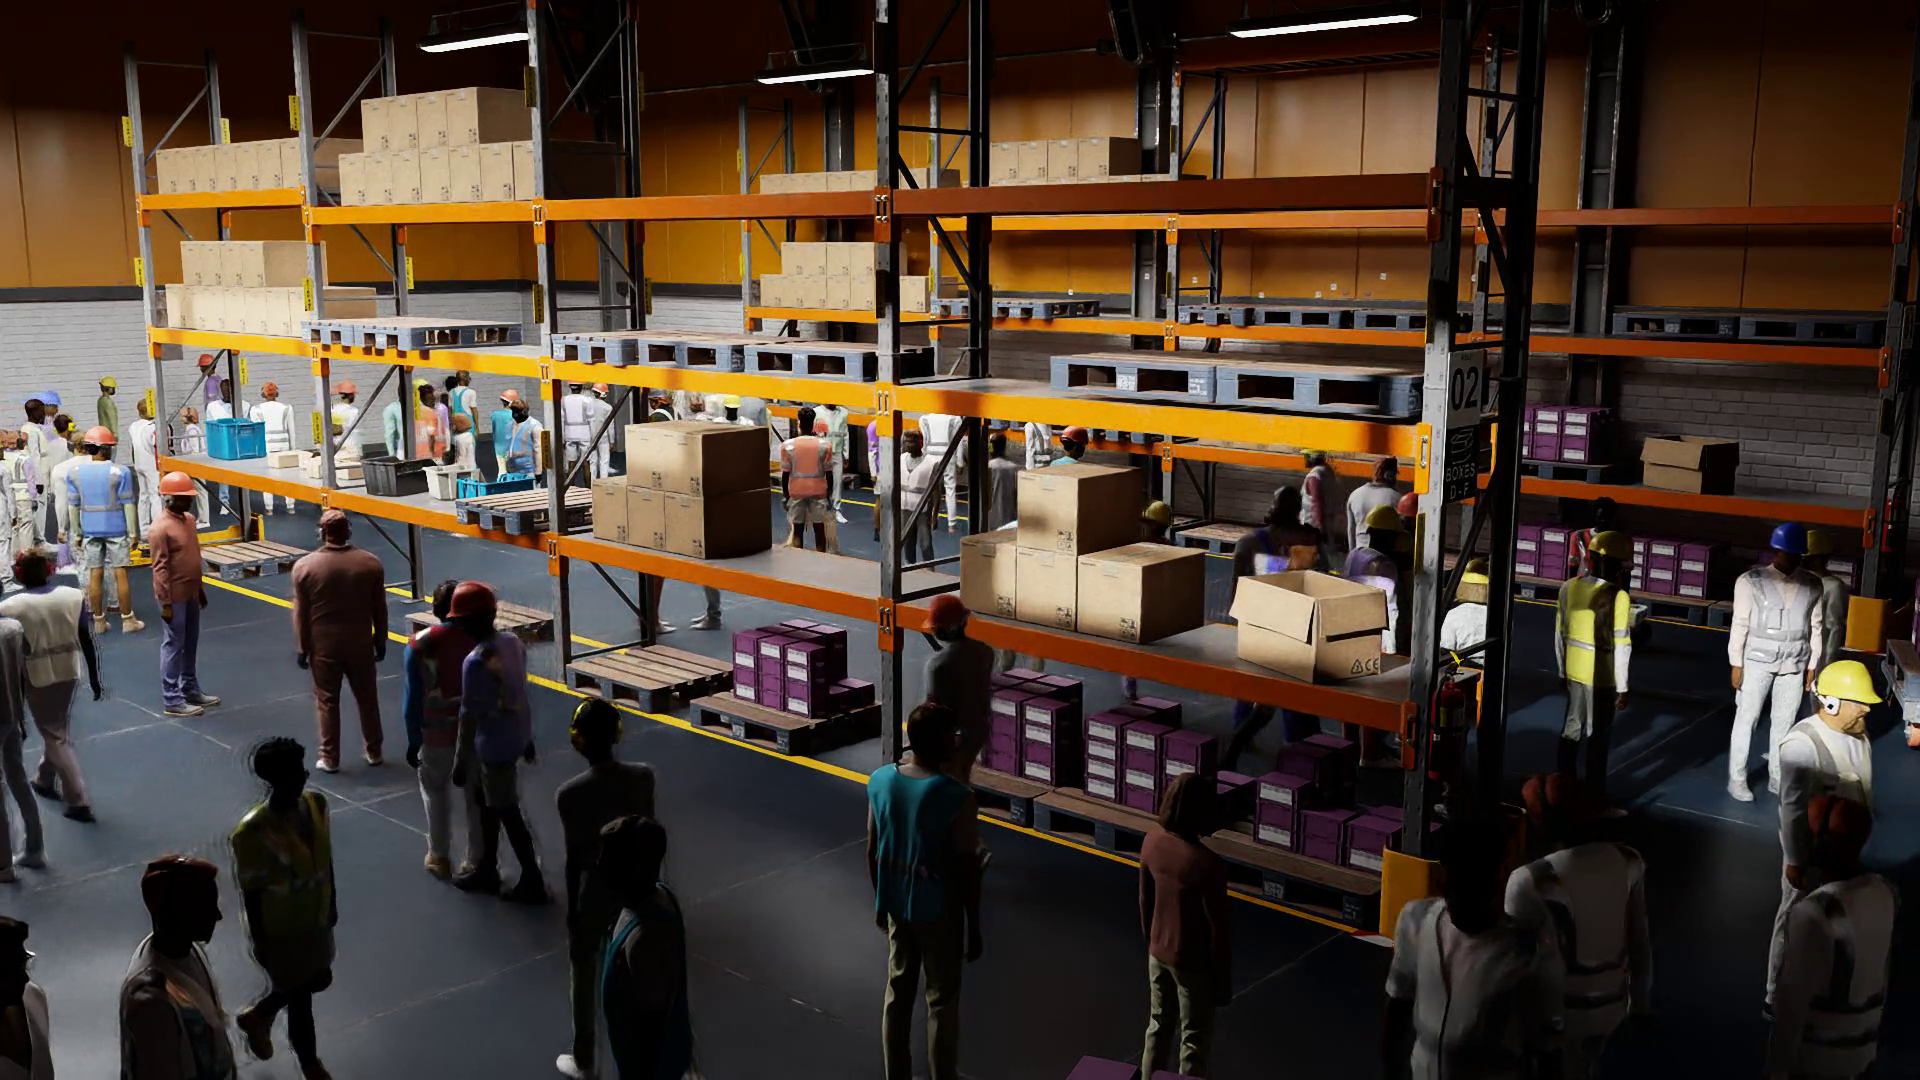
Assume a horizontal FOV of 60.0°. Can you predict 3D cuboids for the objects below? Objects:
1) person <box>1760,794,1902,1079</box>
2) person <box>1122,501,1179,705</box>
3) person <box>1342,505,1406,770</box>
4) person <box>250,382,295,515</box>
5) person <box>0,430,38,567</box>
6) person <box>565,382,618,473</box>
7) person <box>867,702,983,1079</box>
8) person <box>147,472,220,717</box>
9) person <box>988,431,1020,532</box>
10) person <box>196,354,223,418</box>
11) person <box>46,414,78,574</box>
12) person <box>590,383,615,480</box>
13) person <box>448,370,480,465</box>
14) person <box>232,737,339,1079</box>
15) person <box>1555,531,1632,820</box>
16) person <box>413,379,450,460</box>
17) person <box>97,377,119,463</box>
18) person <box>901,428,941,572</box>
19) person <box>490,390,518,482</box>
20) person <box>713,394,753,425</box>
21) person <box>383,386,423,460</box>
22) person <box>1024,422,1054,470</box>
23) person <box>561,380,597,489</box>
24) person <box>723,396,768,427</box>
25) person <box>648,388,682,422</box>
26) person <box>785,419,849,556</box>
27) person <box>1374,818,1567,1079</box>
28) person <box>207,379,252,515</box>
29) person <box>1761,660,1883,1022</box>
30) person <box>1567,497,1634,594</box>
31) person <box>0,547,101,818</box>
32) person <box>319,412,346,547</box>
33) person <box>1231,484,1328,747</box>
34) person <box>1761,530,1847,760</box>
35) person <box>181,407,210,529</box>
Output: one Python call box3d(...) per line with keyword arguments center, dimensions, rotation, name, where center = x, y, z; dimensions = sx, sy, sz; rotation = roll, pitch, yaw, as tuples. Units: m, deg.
box3d(center=(3.106, 1.818, 5.905), dimensions=(0.587, 1.865, 0.631), rotation=(-7, 12, -33), name="person")
box3d(center=(1.526, 0.526, 13.614), dimensions=(0.528, 1.714, 0.655), rotation=(-4, 11, -19), name="person")
box3d(center=(3.003, 0.698, 12.071), dimensions=(0.377, 1.922, 0.594), rotation=(-3, 11, -18), name="person")
box3d(center=(-9.663, -1.285, 23.442), dimensions=(0.571, 1.877, 0.346), rotation=(-5, 11, -27), name="person")
box3d(center=(-11.050, -0.475, 19.539), dimensions=(0.525, 1.632, 0.312), rotation=(4, 11, 21), name="person")
box3d(center=(-6.178, -1.955, 27.685), dimensions=(0.844, 1.709, 0.495), rotation=(2, 10, 9), name="person")
box3d(center=(-0.160, 1.607, 7.166), dimensions=(0.567, 1.841, 0.377), rotation=(7, 12, 36), name="person")
box3d(center=(-6.274, 0.432, 13.421), dimensions=(0.408, 1.987, 0.613), rotation=(0, 10, 1), name="person")
box3d(center=(0.432, -0.207, 17.425), dimensions=(0.583, 1.836, 0.642), rotation=(-7, 12, -33), name="person")
box3d(center=(-12.205, -2.024, 27.181), dimensions=(0.415, 2.033, 0.604), rotation=(-2, 10, -13), name="person")
box3d(center=(-10.365, -0.526, 19.280), dimensions=(0.581, 1.840, 0.520), rotation=(6, 12, 29), name="person")
box3d(center=(-5.453, -1.543, 25.265), dimensions=(0.557, 1.744, 0.345), rotation=(6, 11, 29), name="person")
box3d(center=(-7.831, -1.775, 26.286), dimensions=(0.509, 1.842, 0.329), rotation=(3, 11, 17), name="person")
box3d(center=(-3.021, 1.661, 7.361), dimensions=(0.625, 1.675, 0.534), rotation=(4, 11, 20), name="person")
box3d(center=(4.205, 0.889, 11.018), dimensions=(0.390, 1.916, 0.585), rotation=(-5, 11, -24), name="person")
box3d(center=(-7.585, -1.343, 23.688), dimensions=(0.588, 1.898, 0.512), rotation=(-6, 12, -30), name="person")
box3d(center=(-13.209, -1.656, 25.861), dimensions=(0.334, 1.759, 0.523), rotation=(-10, 14, -43), name="person")
box3d(center=(-0.455, -0.294, 17.904), dimensions=(0.572, 1.843, 0.373), rotation=(7, 12, 34), name="person")
box3d(center=(-6.435, -1.282, 23.797), dimensions=(0.575, 1.739, 0.350), rotation=(6, 11, 29), name="person")
box3d(center=(-2.923, -0.947, 21.398), dimensions=(0.587, 1.920, 0.390), rotation=(-3, 10, -16), name="person")
box3d(center=(-7.644, -1.239, 23.017), dimensions=(0.364, 1.931, 0.633), rotation=(8, 13, 38), name="person")
box3d(center=(1.023, -0.889, 21.167), dimensions=(0.356, 1.883, 0.574), rotation=(5, 11, 27), name="person")
box3d(center=(-5.616, -1.502, 24.476), dimensions=(0.545, 1.939, 0.354), rotation=(0, 10, 3), name="person")
box3d(center=(-3.112, -1.400, 24.103), dimensions=(0.667, 1.874, 0.529), rotation=(-2, 10, -12), name="person")
box3d(center=(-3.890, -1.032, 21.529), dimensions=(0.535, 2.000, 0.681), rotation=(4, 11, 21), name="person")
box3d(center=(-1.766, -0.608, 20.066), dimensions=(0.823, 1.718, 0.565), rotation=(-9, 14, -42), name="person")
box3d(center=(1.625, 1.860, 5.514), dimensions=(0.813, 1.933, 0.710), rotation=(-8, 13, -38), name="person")
box3d(center=(-10.301, -1.323, 23.518), dimensions=(0.600, 1.916, 0.376), rotation=(-6, 11, -28), name="person")
box3d(center=(4.172, 1.466, 8.026), dimensions=(0.595, 1.827, 0.403), rotation=(-6, 12, -31), name="person")
box3d(center=(5.403, 0.463, 14.074), dimensions=(0.530, 1.689, 0.321), rotation=(5, 11, 25), name="person")
box3d(center=(-6.101, 0.936, 11.106), dimensions=(0.991, 1.791, 0.600), rotation=(6, 12, 31), name="person")
box3d(center=(-7.777, -0.728, 20.690), dimensions=(0.489, 1.734, 0.355), rotation=(10, 14, 43), name="person")
box3d(center=(2.370, 0.578, 12.426), dimensions=(0.732, 2.000, 0.535), rotation=(3, 10, 14), name="person")
box3d(center=(6.114, 0.796, 11.997), dimensions=(0.333, 1.759, 0.533), rotation=(-3, 10, -15), name="person")
box3d(center=(-10.239, -0.965, 22.274), dimensions=(0.314, 1.641, 0.515), rotation=(-4, 11, -22), name="person")
